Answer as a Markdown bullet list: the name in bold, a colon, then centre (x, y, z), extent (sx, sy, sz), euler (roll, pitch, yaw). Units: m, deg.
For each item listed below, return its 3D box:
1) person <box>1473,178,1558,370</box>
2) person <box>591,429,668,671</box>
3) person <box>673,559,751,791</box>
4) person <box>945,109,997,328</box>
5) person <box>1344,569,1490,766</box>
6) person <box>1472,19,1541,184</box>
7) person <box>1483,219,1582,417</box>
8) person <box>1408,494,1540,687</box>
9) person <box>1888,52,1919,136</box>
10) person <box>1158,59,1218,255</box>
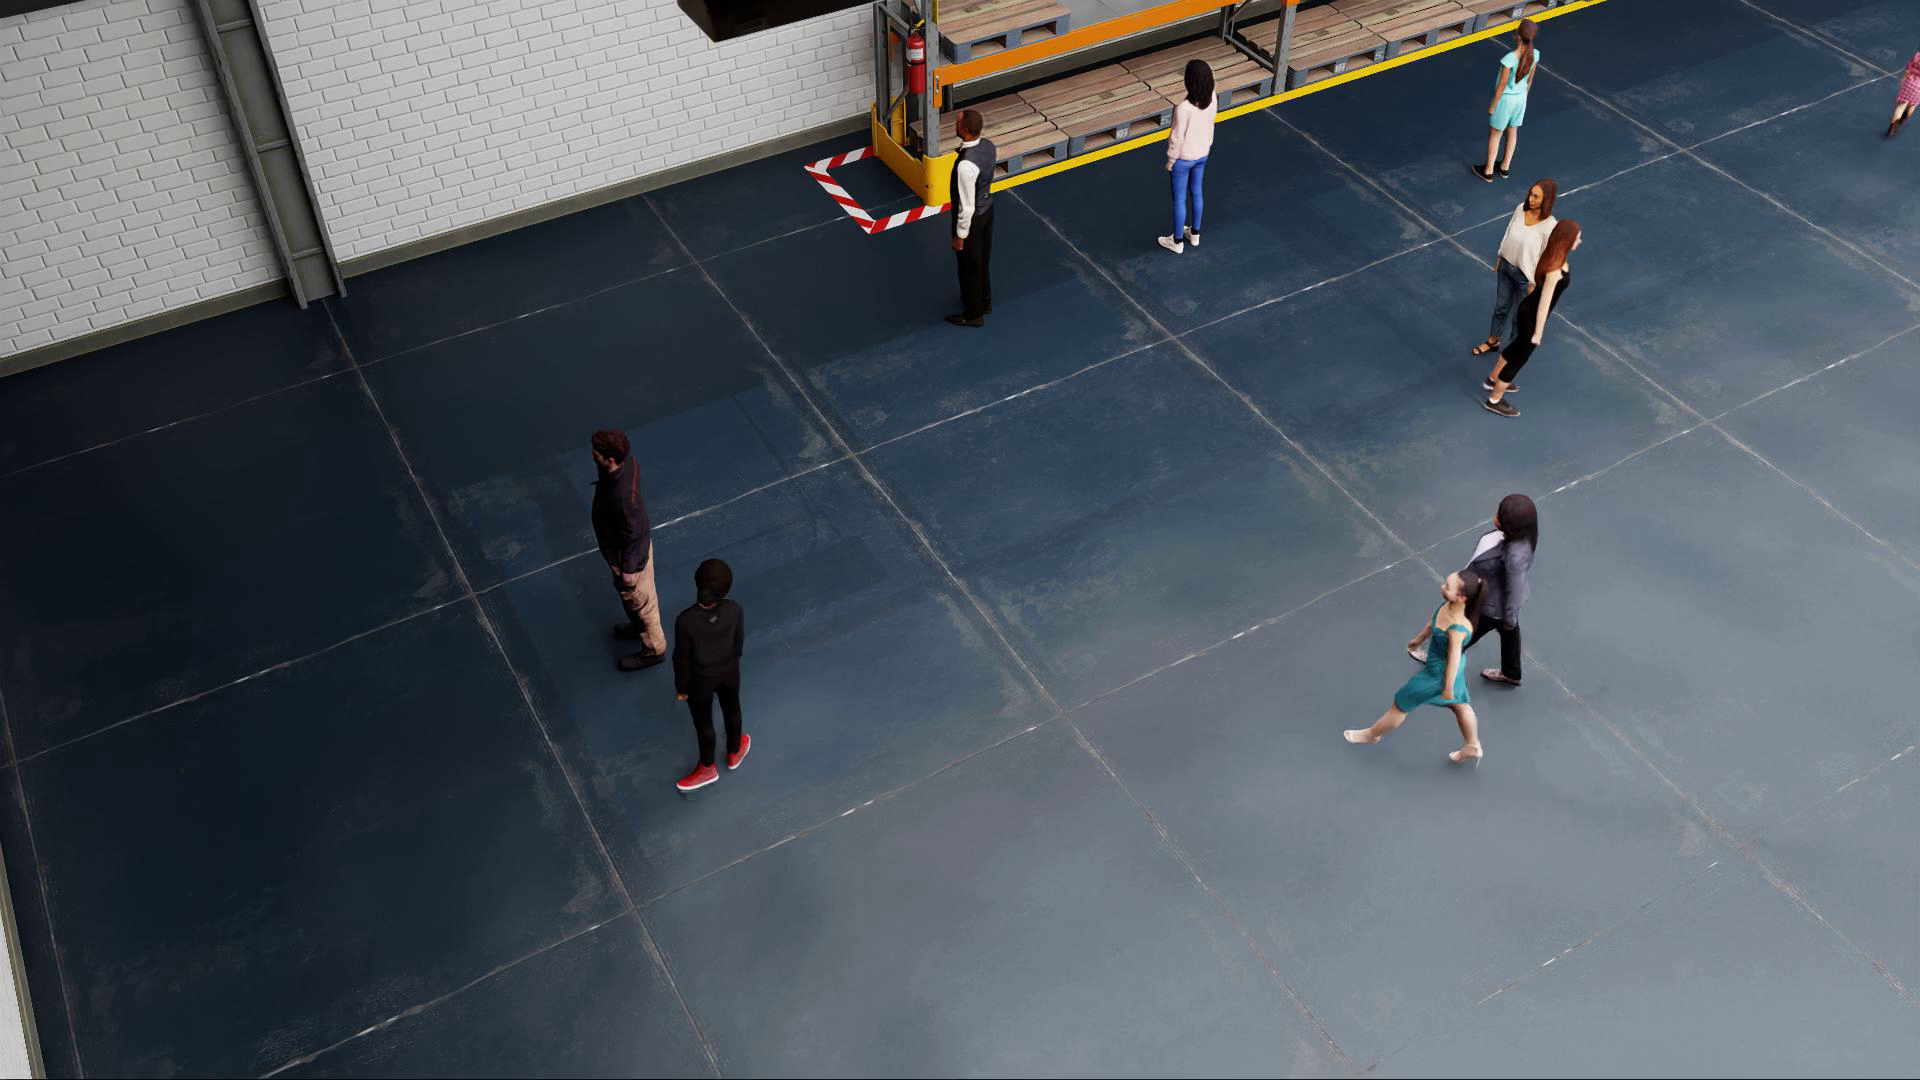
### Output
- **person**: centre (4.410, -2.101, 13.054), extent (0.523, 1.683, 0.606), euler (-21, 47, -21)
- **person**: centre (-2.117, 0.049, 10.621), extent (0.730, 1.925, 0.768), euler (-7, 44, -7)
- **person**: centre (-1.521, 0.846, 9.988), extent (0.464, 1.645, 0.825), euler (-34, 53, -30)
- **person**: centre (0.101, -2.587, 13.394), extent (0.843, 1.918, 0.743), euler (16, 46, 16)
- **person**: centre (2.990, 0.812, 10.037), extent (1.057, 1.626, 1.030), euler (12, 45, 13)
- **person**: centre (5.009, -4.003, 15.141), extent (0.529, 1.559, 0.647), euler (-13, 45, -13)
- **person**: centre (4.330, -1.702, 12.613), extent (0.790, 1.712, 0.729), euler (10, 45, 11)
- **person**: centre (3.509, 0.368, 10.551), extent (1.058, 1.560, 1.051), euler (15, 46, 15)
- **person**: centre (9.126, -4.353, 15.907), extent (0.602, 1.007, 0.785), euler (28, 50, 26)
- **person**: centre (1.966, -3.279, 14.228), extent (0.508, 1.768, 0.731), euler (-27, 50, -25)
